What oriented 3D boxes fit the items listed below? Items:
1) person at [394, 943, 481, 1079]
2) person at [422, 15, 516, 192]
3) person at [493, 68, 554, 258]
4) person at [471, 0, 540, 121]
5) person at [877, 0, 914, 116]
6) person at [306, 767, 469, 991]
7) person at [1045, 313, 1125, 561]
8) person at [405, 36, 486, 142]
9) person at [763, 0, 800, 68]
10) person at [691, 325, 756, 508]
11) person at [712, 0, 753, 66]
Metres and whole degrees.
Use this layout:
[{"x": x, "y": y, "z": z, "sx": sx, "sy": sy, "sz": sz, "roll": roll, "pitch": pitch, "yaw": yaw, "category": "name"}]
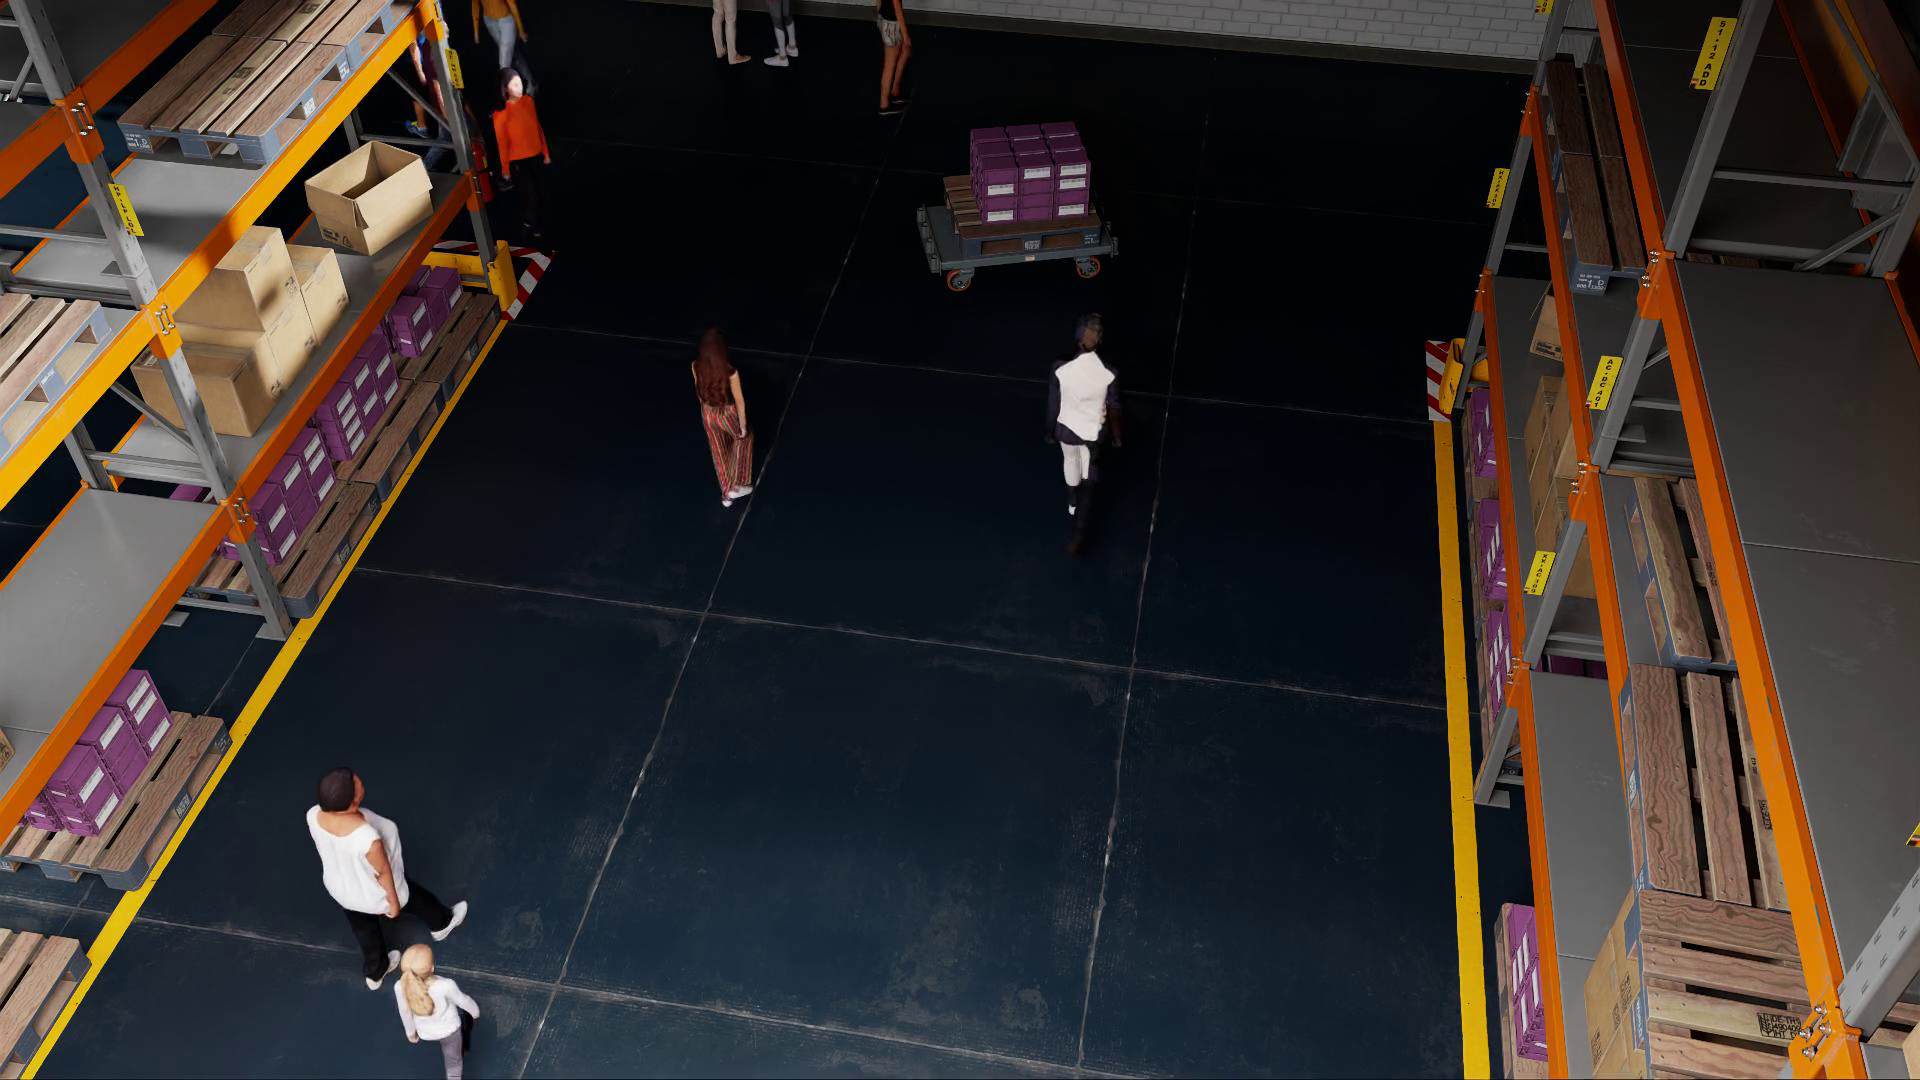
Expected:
[{"x": -2.709, "y": 2.569, "z": 8.581, "sx": 0.534, "sy": 1.257, "sz": 0.830, "roll": 3, "pitch": 44, "yaw": 4, "category": "person"}, {"x": -4.659, "y": -3.854, "z": 14.918, "sx": 1.151, "sy": 1.817, "sz": 1.195, "roll": -18, "pitch": 46, "yaw": -18, "category": "person"}, {"x": -3.851, "y": -3.289, "z": 14.385, "sx": 0.780, "sy": 1.733, "sz": 0.683, "roll": 20, "pitch": 47, "yaw": 20, "category": "person"}, {"x": -4.419, "y": -5.000, "z": 16.210, "sx": 0.711, "sy": 1.694, "sz": 1.221, "roll": 11, "pitch": 45, "yaw": 12, "category": "person"}, {"x": -0.753, "y": -4.972, "z": 16.082, "sx": 0.814, "sy": 1.831, "sz": 0.722, "roll": -13, "pitch": 45, "yaw": -13, "category": "person"}, {"x": -3.241, "y": 1.880, "z": 9.007, "sx": 0.823, "sy": 1.668, "sz": 1.006, "roll": 18, "pitch": 47, "yaw": 18, "category": "person"}, {"x": 0.839, "y": -0.700, "z": 11.573, "sx": 0.756, "sy": 1.863, "sz": 1.178, "roll": 11, "pitch": 45, "yaw": 11, "category": "person"}, {"x": -4.866, "y": -4.450, "z": 15.542, "sx": 1.073, "sy": 1.819, "sz": 1.235, "roll": 29, "pitch": 51, "yaw": 27, "category": "person"}, {"x": -1.845, "y": -5.658, "z": 16.895, "sx": 0.648, "sy": 1.702, "sz": 0.513, "roll": 13, "pitch": 45, "yaw": 13, "category": "person"}, {"x": -1.745, "y": -0.843, "z": 11.947, "sx": 0.567, "sy": 1.555, "sz": 0.609, "roll": 12, "pitch": 45, "yaw": 12, "category": "person"}, {"x": -2.420, "y": -5.703, "z": 16.925, "sx": 0.714, "sy": 1.726, "sz": 0.681, "roll": -32, "pitch": 52, "yaw": -29, "category": "person"}]
